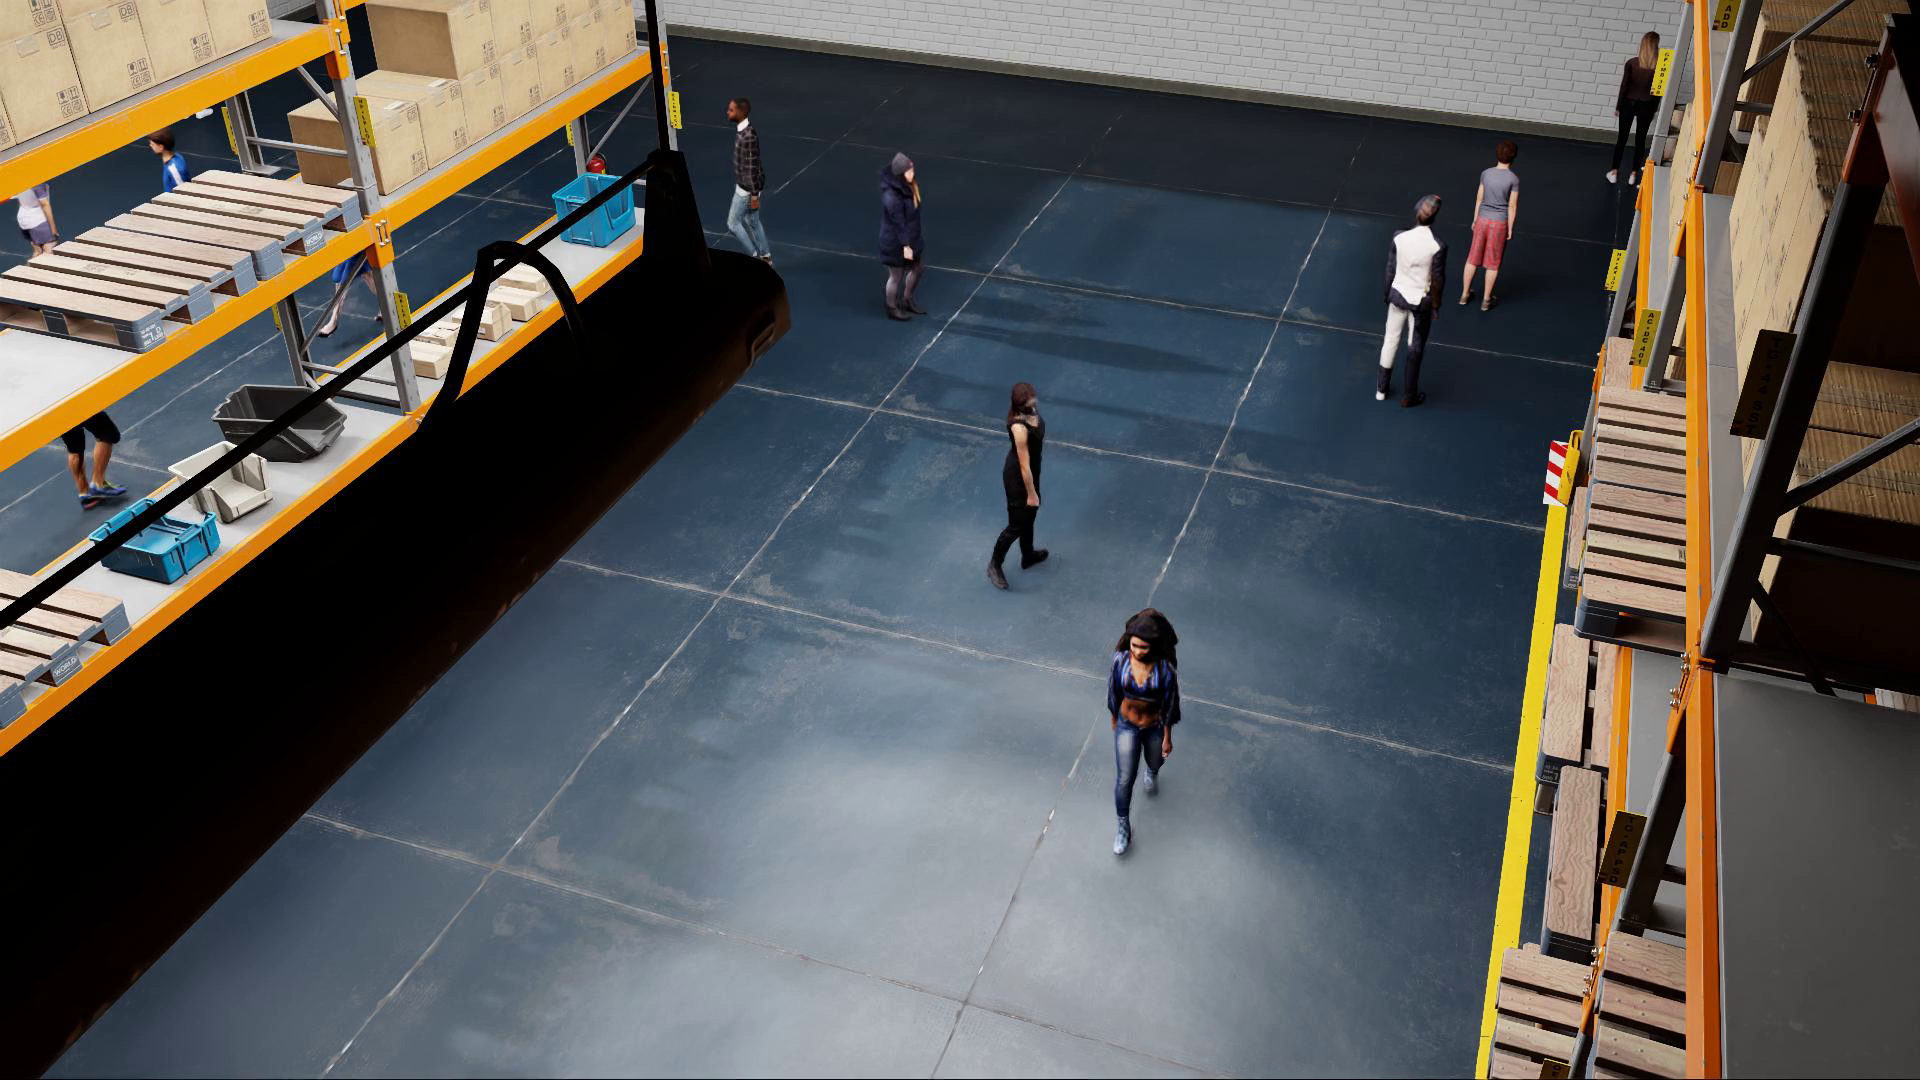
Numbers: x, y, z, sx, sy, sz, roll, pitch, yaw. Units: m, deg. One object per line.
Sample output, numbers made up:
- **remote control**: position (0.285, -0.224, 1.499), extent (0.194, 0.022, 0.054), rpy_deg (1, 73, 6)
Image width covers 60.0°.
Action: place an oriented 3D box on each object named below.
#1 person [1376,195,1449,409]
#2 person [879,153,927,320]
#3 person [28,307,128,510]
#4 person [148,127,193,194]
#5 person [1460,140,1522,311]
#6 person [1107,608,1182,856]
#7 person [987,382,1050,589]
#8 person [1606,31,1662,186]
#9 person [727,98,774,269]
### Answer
- **person**: position (3.889, -2.060, 14.327), extent (0.745, 1.890, 0.701), rpy_deg (23, 40, 31)
- **person**: position (-0.636, -2.847, 15.715), extent (0.707, 1.664, 0.571), rpy_deg (11, 35, 16)
- **person**: position (-6.951, -1.032, 12.817), extent (0.648, 1.850, 0.650), rpy_deg (16, 37, 22)
- **person**: position (-7.351, -3.056, 15.847), extent (0.776, 1.867, 0.739), rpy_deg (-19, 38, -26)
- **person**: position (5.118, -3.025, 15.999), extent (0.634, 1.647, 0.634), rpy_deg (26, 42, 33)
- **person**: position (1.113, 1.070, 9.889), extent (0.648, 1.591, 1.023), rpy_deg (8, 34, 12)
- **person**: position (0.488, -0.477, 12.146), extent (0.871, 1.668, 0.719), rpy_deg (-5, 34, -7)
- **person**: position (7.609, -4.847, 18.689), extent (0.602, 1.703, 0.504), rpy_deg (10, 35, 15)
- **person**: position (-2.014, -3.517, 16.595), extent (0.895, 1.807, 0.789), rpy_deg (-5, 34, -7)
